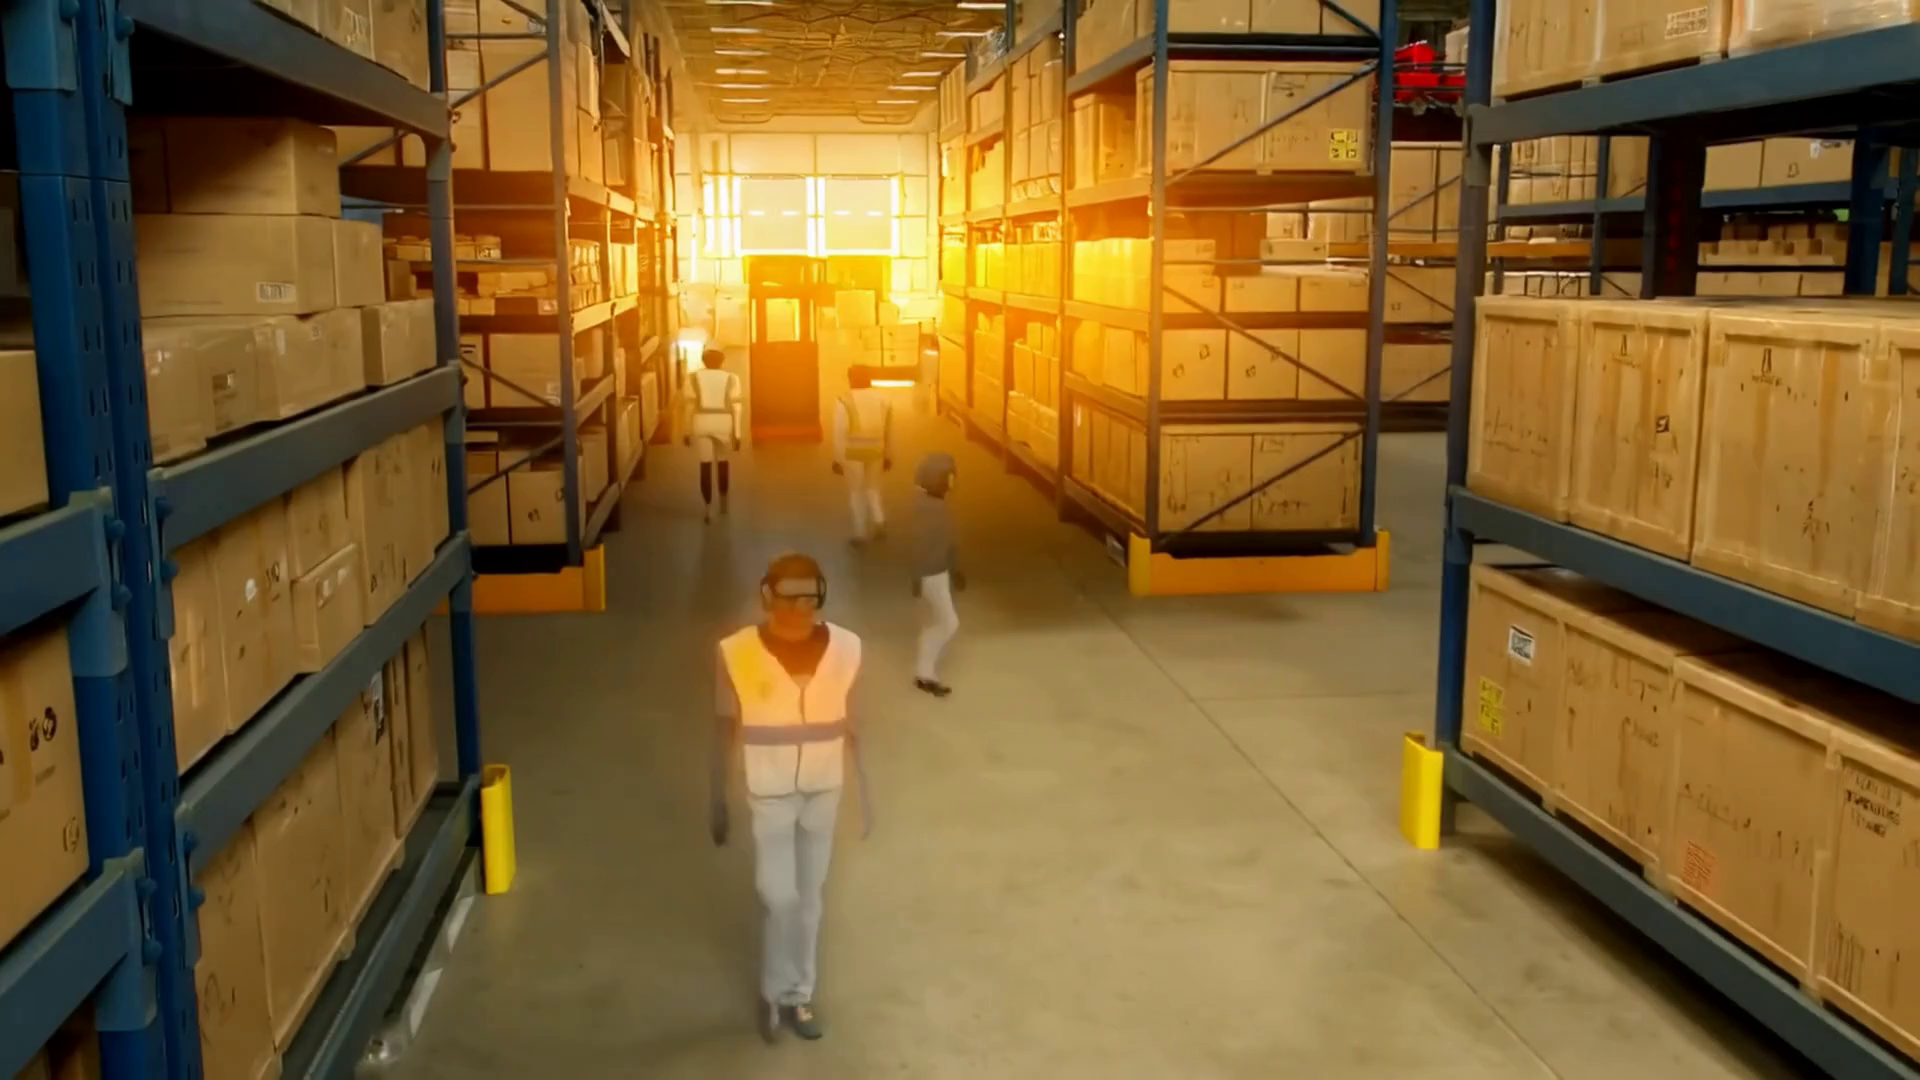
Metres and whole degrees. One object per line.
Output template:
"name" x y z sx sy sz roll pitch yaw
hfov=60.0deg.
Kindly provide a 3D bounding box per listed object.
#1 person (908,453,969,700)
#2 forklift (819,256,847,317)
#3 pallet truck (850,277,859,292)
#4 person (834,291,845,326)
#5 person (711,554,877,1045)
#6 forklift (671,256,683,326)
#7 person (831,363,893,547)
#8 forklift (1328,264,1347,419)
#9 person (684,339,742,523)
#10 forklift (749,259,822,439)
"person" -0.140 0.238 10.858 0.449 1.618 0.509 4 10 20
"forklift" -4.357 -8.382 57.366 1.129 2.768 1.873 -6 12 -33
"pallet truck" -3.782 -9.391 65.808 1.885 1.965 0.823 2 10 10
"person" -3.176 -5.868 45.562 0.592 1.915 0.399 -4 11 -22
"person" -0.597 0.949 6.085 0.590 1.827 0.495 -5 11 -26
"forklift" -11.330 -9.537 64.090 1.129 2.768 1.873 -1 10 -7
"person" -0.981 -0.827 16.432 0.652 1.829 0.442 -6 12 -32
"forklift" 4.657 -2.528 23.284 1.129 2.768 1.873 -1 10 -7
"person" -2.698 -1.198 18.164 0.625 1.984 1.099 -1 10 -7
"forklift" -2.817 -3.088 26.545 1.129 2.768 1.873 -1 10 -7
